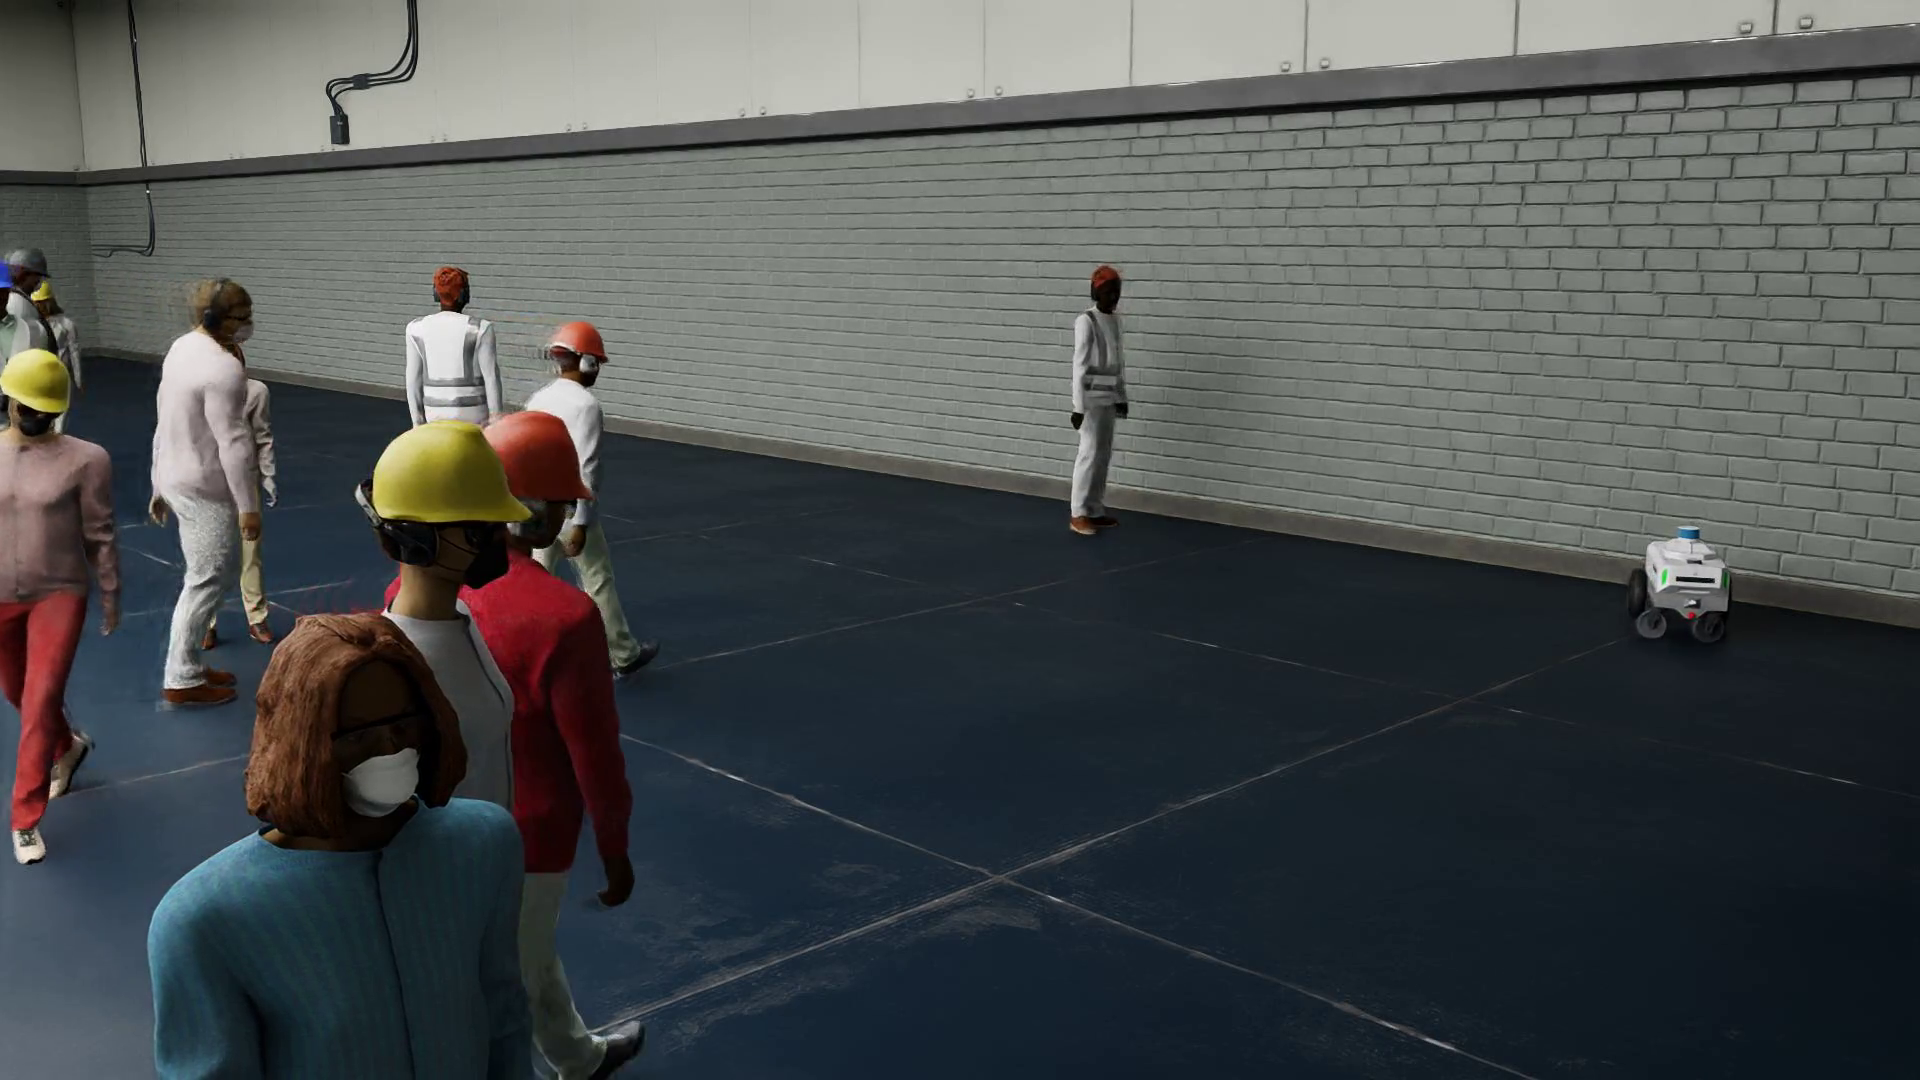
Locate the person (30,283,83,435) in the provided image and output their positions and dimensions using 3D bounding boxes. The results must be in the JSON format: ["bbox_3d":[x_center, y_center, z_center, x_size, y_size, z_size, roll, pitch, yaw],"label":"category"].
[{"bbox_3d":[-7.804,-1.363,14.249,0.486,1.689,0.971,-3,11,-14],"label":"person"}]

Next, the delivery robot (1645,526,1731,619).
[{"bbox_3d":[3.805,0.170,8.714,0.477,0.478,0.707,3,11,16],"label":"delivery robot"}]

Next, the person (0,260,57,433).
[{"bbox_3d":[-5.579,-0.663,9.707,0.389,1.949,0.604,9,13,39],"label":"person"}]

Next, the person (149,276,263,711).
[{"bbox_3d":[-3.304,-0.192,7.269,0.529,1.898,0.647,-8,13,-37],"label":"person"}]

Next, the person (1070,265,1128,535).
[{"bbox_3d":[0.979,-0.970,11.608,0.381,1.875,0.680,6,12,32],"label":"person"}]

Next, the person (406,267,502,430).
[{"bbox_3d":[-3.122,-0.743,10.335,0.587,1.877,0.341,1,10,4],"label":"person"}]

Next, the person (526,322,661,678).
[{"bbox_3d":[-1.758,-0.134,7.548,0.565,1.677,0.909,8,13,38],"label":"person"}]

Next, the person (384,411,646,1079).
[{"bbox_3d":[-0.892,0.571,3.618,0.573,1.707,0.844,6,12,31],"label":"person"}]

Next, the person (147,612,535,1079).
[{"bbox_3d":[-0.735,0.889,2.109,0.286,1.633,0.499,8,13,37],"label":"person"}]

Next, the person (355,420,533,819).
[{"bbox_3d":[-0.891,0.668,2.950,0.326,1.767,0.533,-2,11,-8],"label":"person"}]

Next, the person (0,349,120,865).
[{"bbox_3d":[-3.229,0.179,5.806,0.575,1.704,0.878,-3,11,-14],"label":"person"}]

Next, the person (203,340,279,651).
[{"bbox_3d":[-3.714,-0.267,8.399,0.507,1.636,0.273,-6,12,-30],"label":"person"}]
